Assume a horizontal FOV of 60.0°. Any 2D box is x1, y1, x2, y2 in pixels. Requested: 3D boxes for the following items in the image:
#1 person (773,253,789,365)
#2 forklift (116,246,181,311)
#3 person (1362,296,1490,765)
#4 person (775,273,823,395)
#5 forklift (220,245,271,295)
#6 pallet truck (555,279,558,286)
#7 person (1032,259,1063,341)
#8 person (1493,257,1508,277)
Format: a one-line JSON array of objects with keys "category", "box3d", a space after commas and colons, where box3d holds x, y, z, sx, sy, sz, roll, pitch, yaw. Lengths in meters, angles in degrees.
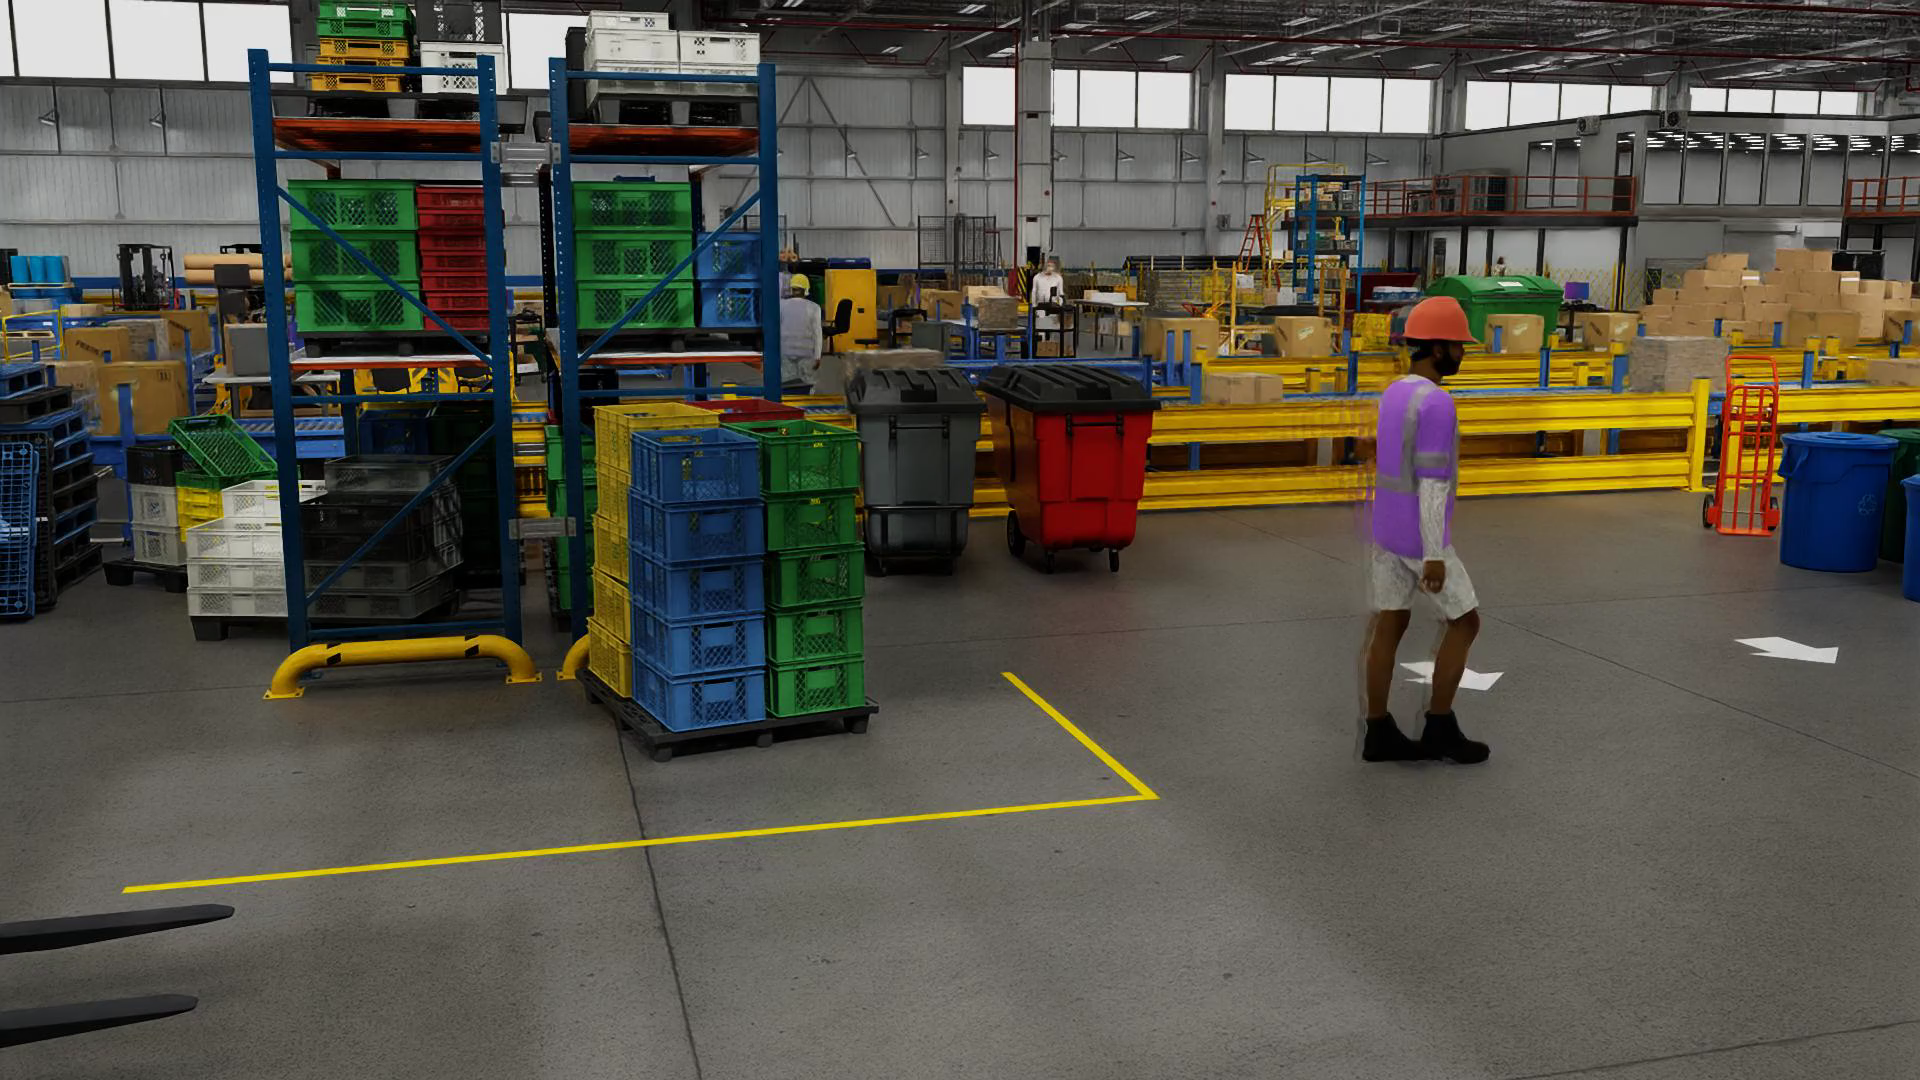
[{"category": "person", "box3d": [-3.252, -3.963, 28.787, 0.628, 2.033, 0.446, -6, 12, -29]}, {"category": "forklift", "box3d": [-19.966, -6.232, 40.894, 1.157, 1.987, 2.680, -3, 10, -15]}, {"category": "person", "box3d": [1.962, -0.023, 6.789, 0.649, 1.919, 0.570, -2, 10, -11]}, {"category": "person", "box3d": [-1.856, -2.147, 19.133, 0.609, 1.818, 0.419, 2, 10, 12]}, {"category": "forklift", "box3d": [-17.749, -6.334, 41.440, 1.157, 1.987, 2.680, -3, 10, -17]}, {"category": "pallet truck", "box3d": [-10.604, -6.375, 44.520, 0.653, 1.274, 1.630, -3, 10, -15]}, {"category": "person", "box3d": [1.818, -4.896, 34.584, 0.650, 1.874, 0.857, 0, 10, 1]}, {"category": "person", "box3d": [16.627, -7.801, 51.206, 0.531, 1.798, 0.966, 0, 10, -1]}]
